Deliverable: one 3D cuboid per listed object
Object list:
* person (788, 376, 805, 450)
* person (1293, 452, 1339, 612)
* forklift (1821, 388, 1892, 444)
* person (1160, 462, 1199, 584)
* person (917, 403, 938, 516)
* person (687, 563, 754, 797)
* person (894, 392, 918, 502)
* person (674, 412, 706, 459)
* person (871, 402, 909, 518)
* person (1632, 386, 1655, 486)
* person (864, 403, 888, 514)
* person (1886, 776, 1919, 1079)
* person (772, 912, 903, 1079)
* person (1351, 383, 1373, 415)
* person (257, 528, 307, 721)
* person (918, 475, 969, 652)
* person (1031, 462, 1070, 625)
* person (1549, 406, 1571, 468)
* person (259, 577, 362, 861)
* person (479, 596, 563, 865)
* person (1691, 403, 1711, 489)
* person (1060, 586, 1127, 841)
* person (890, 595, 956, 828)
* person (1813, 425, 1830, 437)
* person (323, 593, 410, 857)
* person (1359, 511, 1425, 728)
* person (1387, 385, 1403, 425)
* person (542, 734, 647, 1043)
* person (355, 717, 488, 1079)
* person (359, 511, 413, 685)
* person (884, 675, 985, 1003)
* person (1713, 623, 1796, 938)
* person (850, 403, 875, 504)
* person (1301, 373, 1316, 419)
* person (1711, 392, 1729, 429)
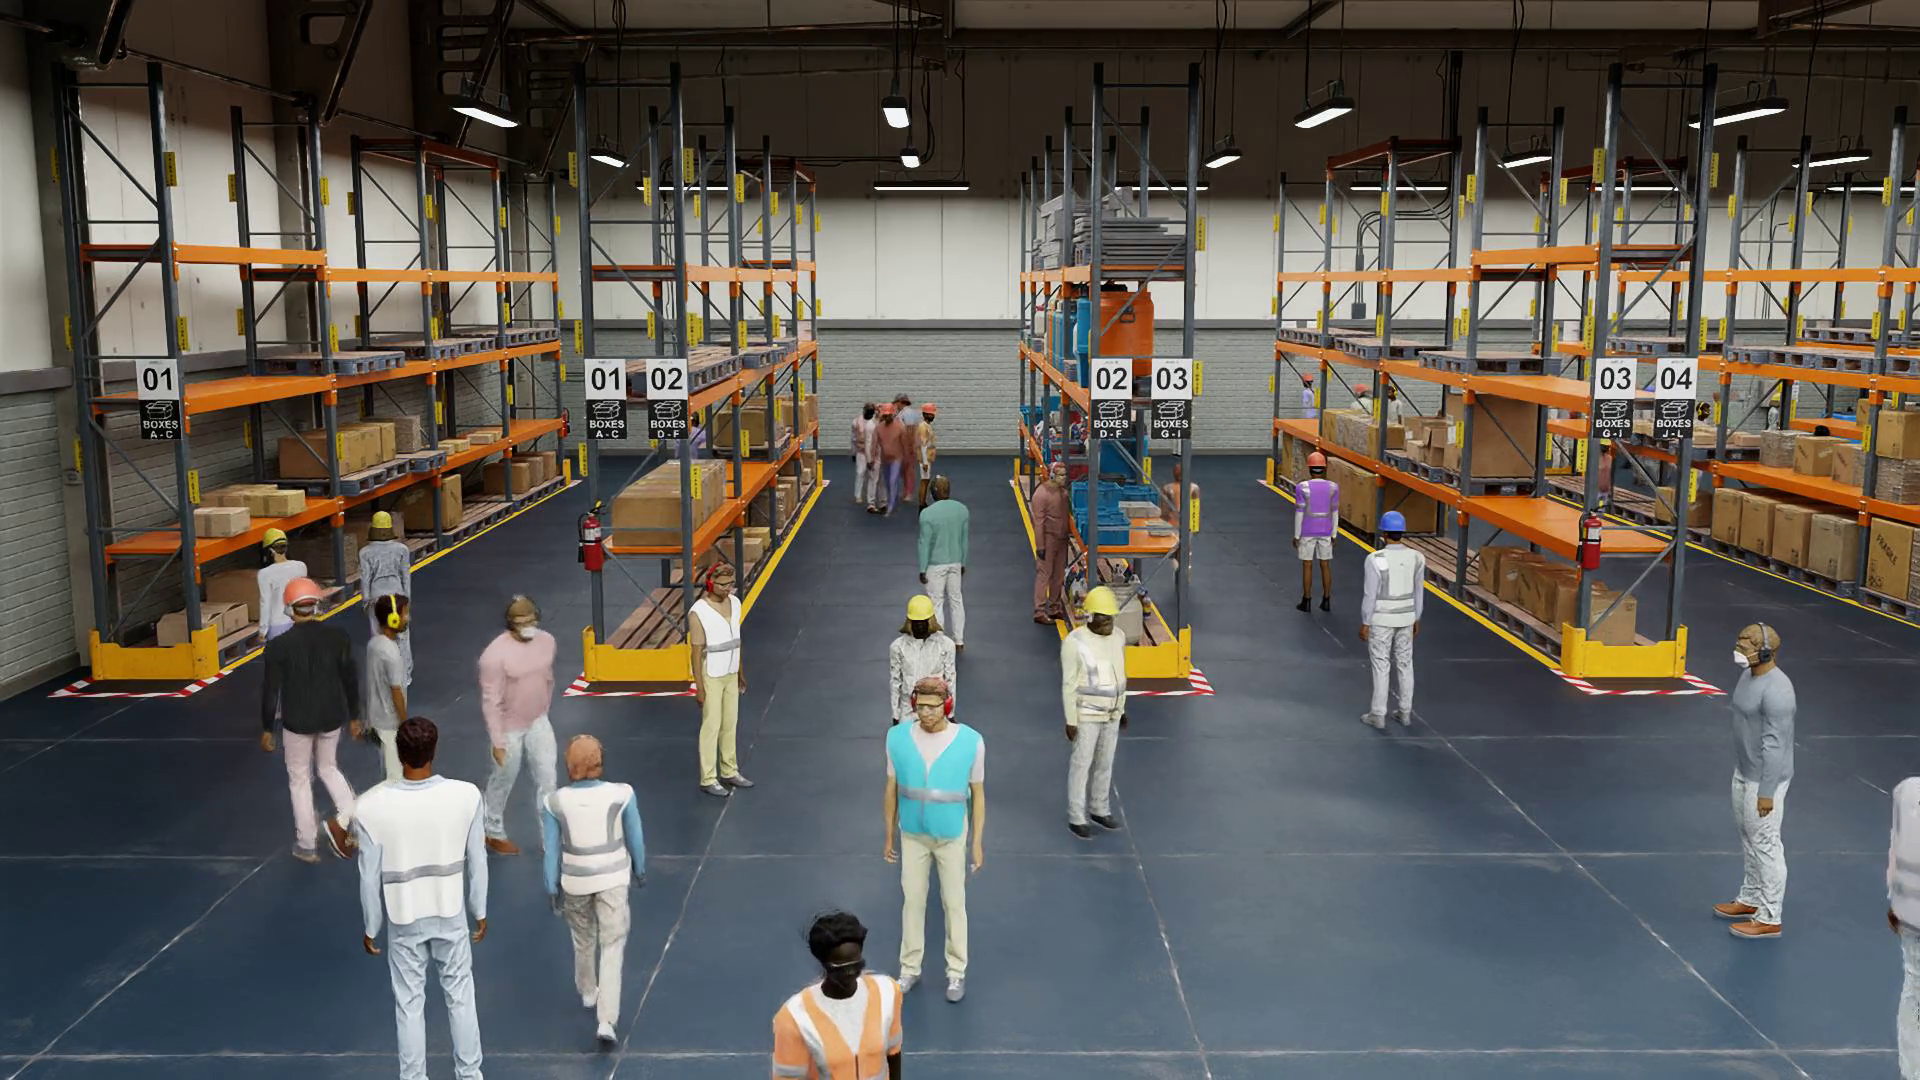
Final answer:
[{"bbox_3d":[-3.602,-2.635,36.463,0.375,1.924,0.602,3,9,16],"label":"person"},{"bbox_3d":[4.287,-0.095,20.095,0.550,1.933,0.373,-1,9,-7],"label":"person"},{"bbox_3d":[20.072,-3.110,36.462,1.873,2.768,1.129,0,9,0],"label":"forklift"},{"bbox_3d":[2.891,-0.205,21.808,0.520,1.623,0.608,0,9,-2],"label":"person"},{"bbox_3d":[-0.543,-1.372,28.309,0.365,1.933,0.551,1,9,6],"label":"person"},{"bbox_3d":[-1.887,1.075,12.918,0.411,1.831,0.569,5,10,28],"label":"person"},{"bbox_3d":[-1.013,-1.725,30.240,0.534,2.000,0.780,-2,9,-12],"label":"person"},{"bbox_3d":[-4.257,-1.103,26.565,0.627,1.940,0.372,5,10,28],"label":"person"},{"bbox_3d":[-1.160,-1.384,28.351,0.634,1.962,0.900,4,10,22],"label":"person"},{"bbox_3d":[13.372,-2.031,32.500,0.389,1.949,0.603,1,9,6],"label":"person"},{"bbox_3d":[-1.369,-1.406,28.661,0.399,1.900,0.647,7,11,39],"label":"person"},{"bbox_3d":[4.701,1.815,7.928,0.444,1.915,0.754,0,9,-3],"label":"person"},{"bbox_3d":[-0.412,2.196,6.152,0.558,1.676,0.553,-4,10,-26],"label":"person"},{"bbox_3d":[8.078,-2.158,33.267,0.650,1.969,0.640,-5,10,-29],"label":"person"},{"bbox_3d":[-6.157,0.765,15.130,0.330,1.760,0.522,5,10,29],"label":"person"},{"bbox_3d":[-0.180,0.271,17.761,0.631,1.933,0.364,-6,11,-36],"label":"person"},{"bbox_3d":[1.099,0.032,19.407,0.400,1.900,0.644,6,11,35],"label":"person"},{"bbox_3d":[12.154,-2.222,33.732,0.614,1.945,0.401,-5,10,-30],"label":"person"},{"bbox_3d":[-4.431,1.236,11.411,0.558,1.972,0.644,8,12,41],"label":"person"},{"bbox_3d":[-2.971,1.292,11.307,0.954,1.882,0.651,7,11,38],"label":"person"},{"bbox_3d":[13.064,-1.503,29.415,0.499,1.861,0.327,-8,12,-42],"label":"person"},{"bbox_3d":[0.985,1.228,11.925,0.600,1.827,0.404,-8,12,-40],"label":"person"},{"bbox_3d":[-0.270,1.250,12.089,0.485,1.736,0.322,0,9,1],"label":"person"},{"bbox_3d":[13.738,-0.990,26.615,0.318,1.697,0.535,3,9,21],"label":"person"},{"bbox_3d":[-4.007,1.281,11.553,0.805,1.836,0.528,-5,10,-31],"label":"person"},{"bbox_3d":[3.851,0.709,14.882,0.615,1.945,0.399,-3,9,-18],"label":"person"},{"bbox_3d":[8.950,-2.271,34.381,0.367,1.853,0.489,-3,9,-18],"label":"person"},{"bbox_3d":[-1.941,1.820,8.824,0.517,1.604,0.804,0,9,-1],"label":"person"},{"bbox_3d":[-2.563,1.797,7.978,0.590,1.919,0.393,-4,10,-24],"label":"person"},{"bbox_3d":[-5.638,0.585,16.336,0.484,1.744,0.295,-5,10,-31],"label":"person"},{"bbox_3d":[-0.140,1.639,9.236,0.571,1.839,0.373,2,9,13],"label":"person"},{"bbox_3d":[4.875,1.454,10.164,0.380,1.931,0.625,1,9,9],"label":"person"},{"bbox_3d":[-1.661,-1.570,29.962,0.638,1.816,0.568,-1,9,-9],"label":"person"},{"bbox_3d":[7.822,-2.782,37.417,0.377,1.931,0.545,7,11,36],"label":"person"},{"bbox_3d":[16.568,-2.439,36.219,0.650,1.609,0.334,-7,11,-38],"label":"person"}]
